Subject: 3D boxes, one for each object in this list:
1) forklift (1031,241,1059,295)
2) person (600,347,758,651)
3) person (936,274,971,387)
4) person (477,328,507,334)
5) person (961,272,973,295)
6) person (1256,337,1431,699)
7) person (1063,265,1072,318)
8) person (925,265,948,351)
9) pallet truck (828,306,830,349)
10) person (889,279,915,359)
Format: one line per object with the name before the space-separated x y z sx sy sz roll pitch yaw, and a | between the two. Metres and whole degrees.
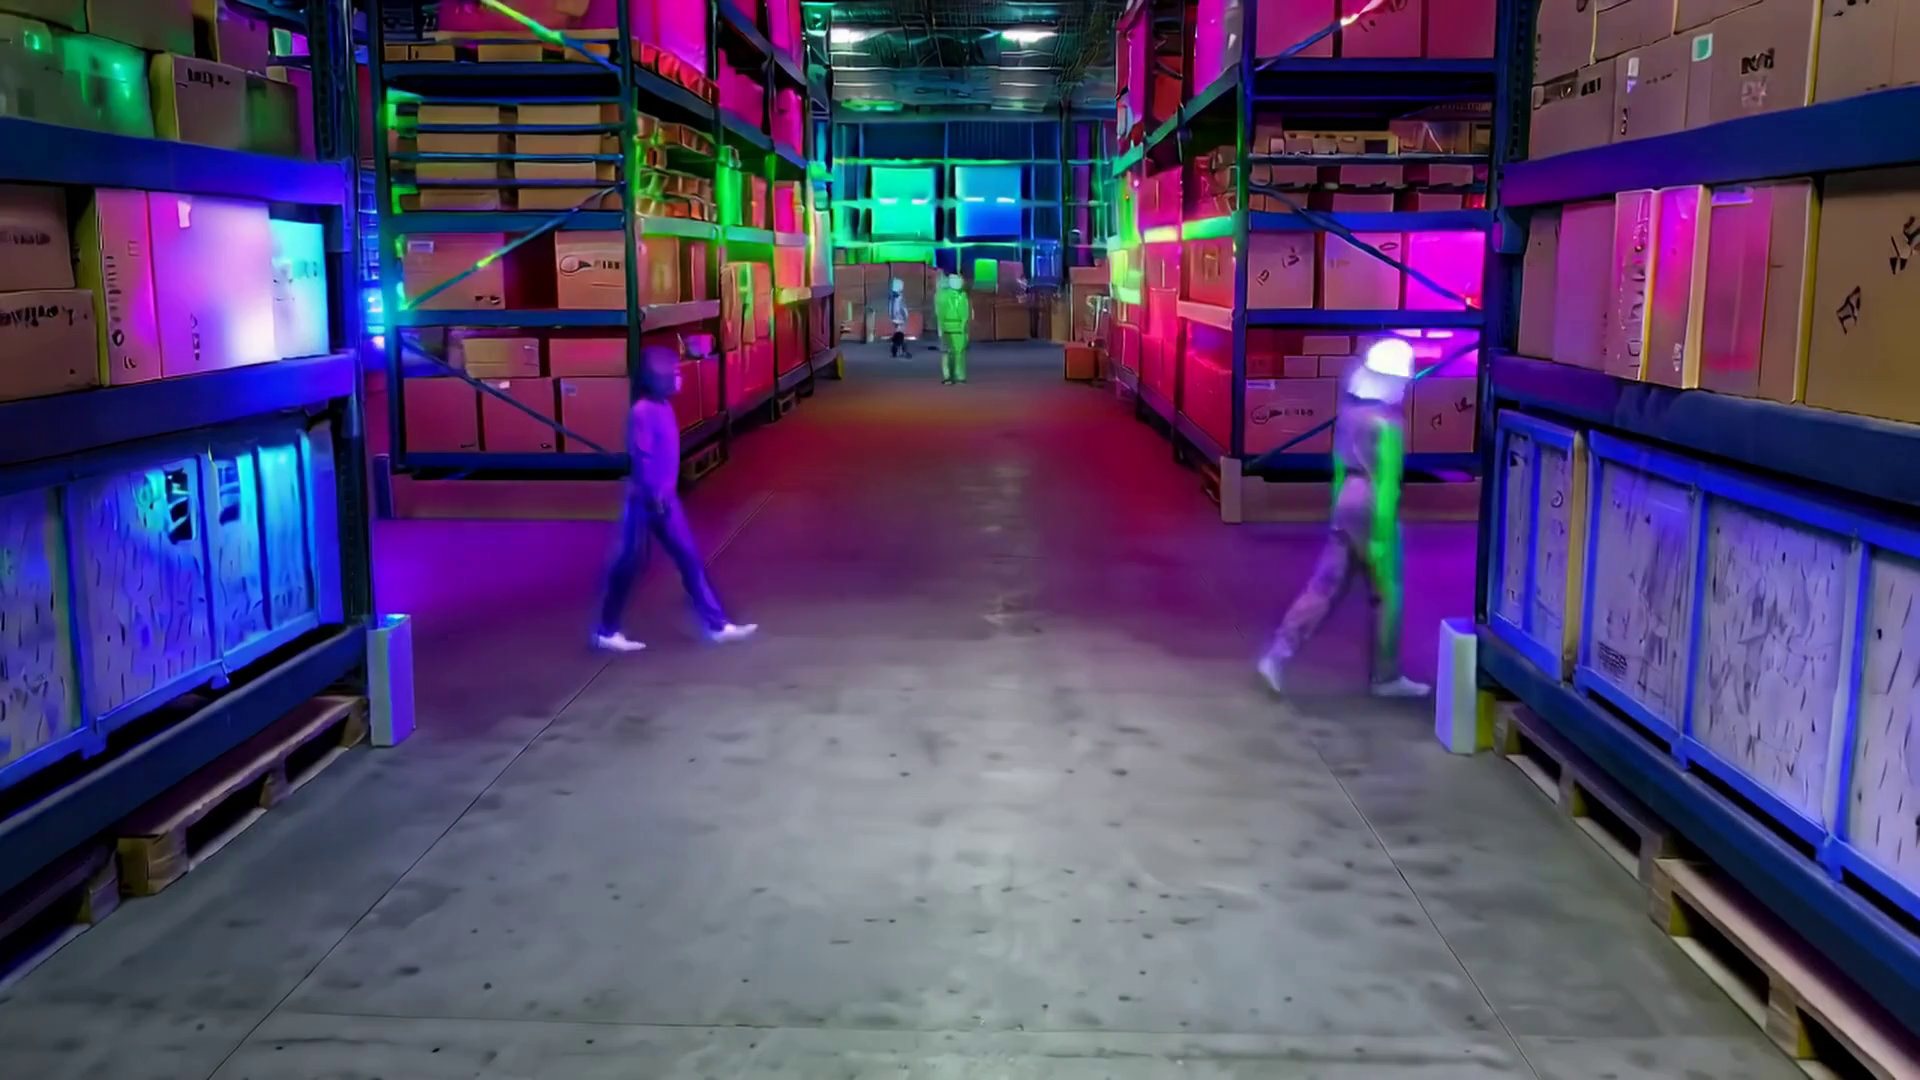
forklift | 3.204 -9.921 62.989 1.129 2.768 1.873 0 9 1
person | -1.508 -0.197 8.584 0.844 1.583 0.525 1 10 8
person | -0.082 -3.396 27.015 0.626 1.844 0.429 8 12 40
person | -7.876 -3.602 27.956 0.545 1.938 0.360 0 9 3
person | 0.297 -8.855 60.165 0.531 1.689 0.321 -1 9 -3
person | 1.783 -0.082 7.618 0.852 1.701 0.531 -4 10 -20
person | 3.950 -8.966 60.161 0.581 1.919 0.392 -7 12 -37
person | -0.388 -5.264 37.811 0.741 1.974 0.621 -3 10 -16
pallet truck | -3.100 -3.940 29.800 1.885 1.965 0.823 3 10 19
person | -1.205 -4.656 35.080 0.651 1.677 0.545 -5 11 -30
